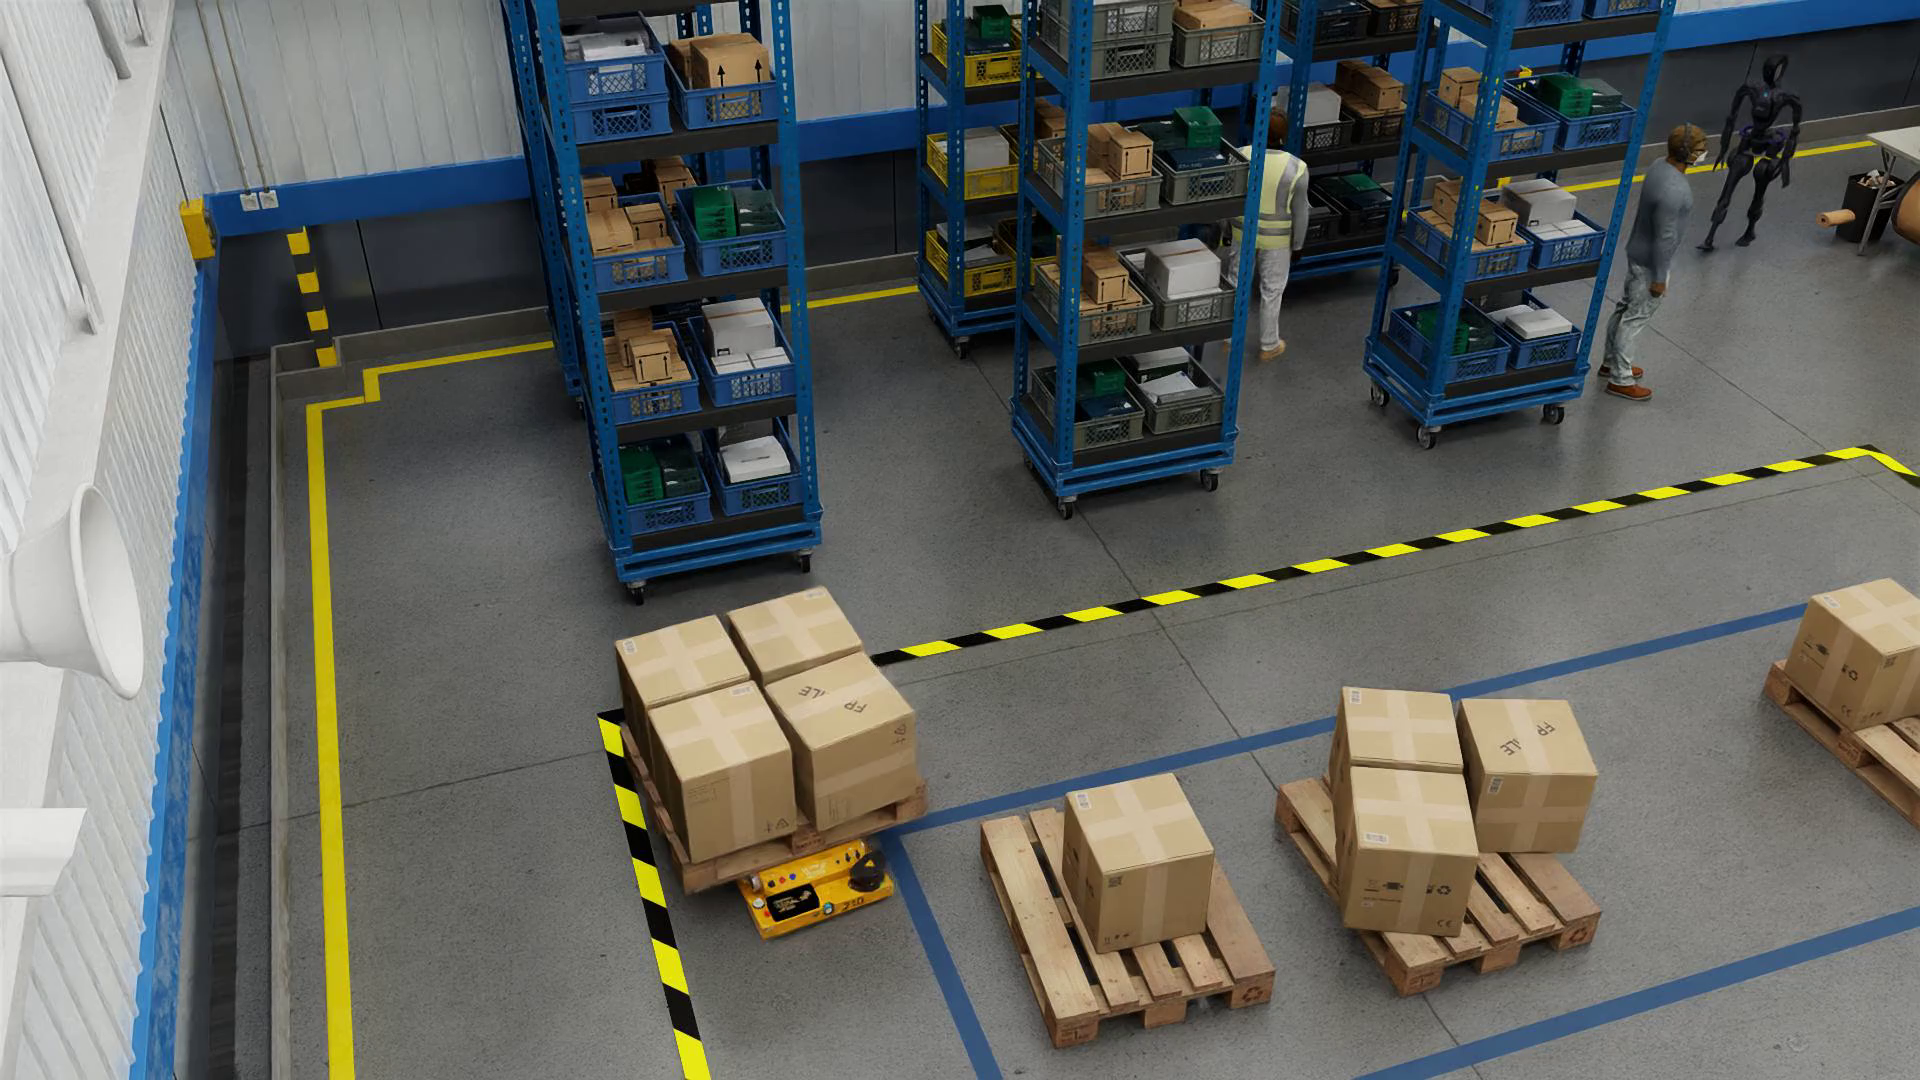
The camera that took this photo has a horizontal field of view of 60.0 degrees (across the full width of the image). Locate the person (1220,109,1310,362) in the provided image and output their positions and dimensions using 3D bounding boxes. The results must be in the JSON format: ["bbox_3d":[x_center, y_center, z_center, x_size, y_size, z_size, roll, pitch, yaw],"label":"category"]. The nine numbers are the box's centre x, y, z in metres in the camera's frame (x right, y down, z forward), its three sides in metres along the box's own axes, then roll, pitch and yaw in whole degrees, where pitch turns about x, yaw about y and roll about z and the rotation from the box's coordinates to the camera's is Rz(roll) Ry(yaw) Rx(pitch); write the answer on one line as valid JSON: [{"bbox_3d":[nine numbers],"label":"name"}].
[{"bbox_3d":[2.136,-2.137,11.721,0.632,1.841,0.429,17,39,22],"label":"person"}]

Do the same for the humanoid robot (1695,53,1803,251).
[{"bbox_3d":[6.304,-3.046,13.181,0.611,1.627,0.744,28,44,34],"label":"humanoid robot"}]

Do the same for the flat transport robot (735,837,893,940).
[{"bbox_3d":[-0.908,1.304,8.182,0.652,0.197,1.431,-15,38,-20],"label":"flat transport robot"}]

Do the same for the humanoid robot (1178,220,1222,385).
[{"bbox_3d":[1.569,-1.696,11.248,0.546,1.631,0.610,0,35,0],"label":"humanoid robot"}]

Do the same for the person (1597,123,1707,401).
[{"bbox_3d":[4.701,-1.894,11.293,0.371,1.940,0.627,6,36,9],"label":"person"}]
